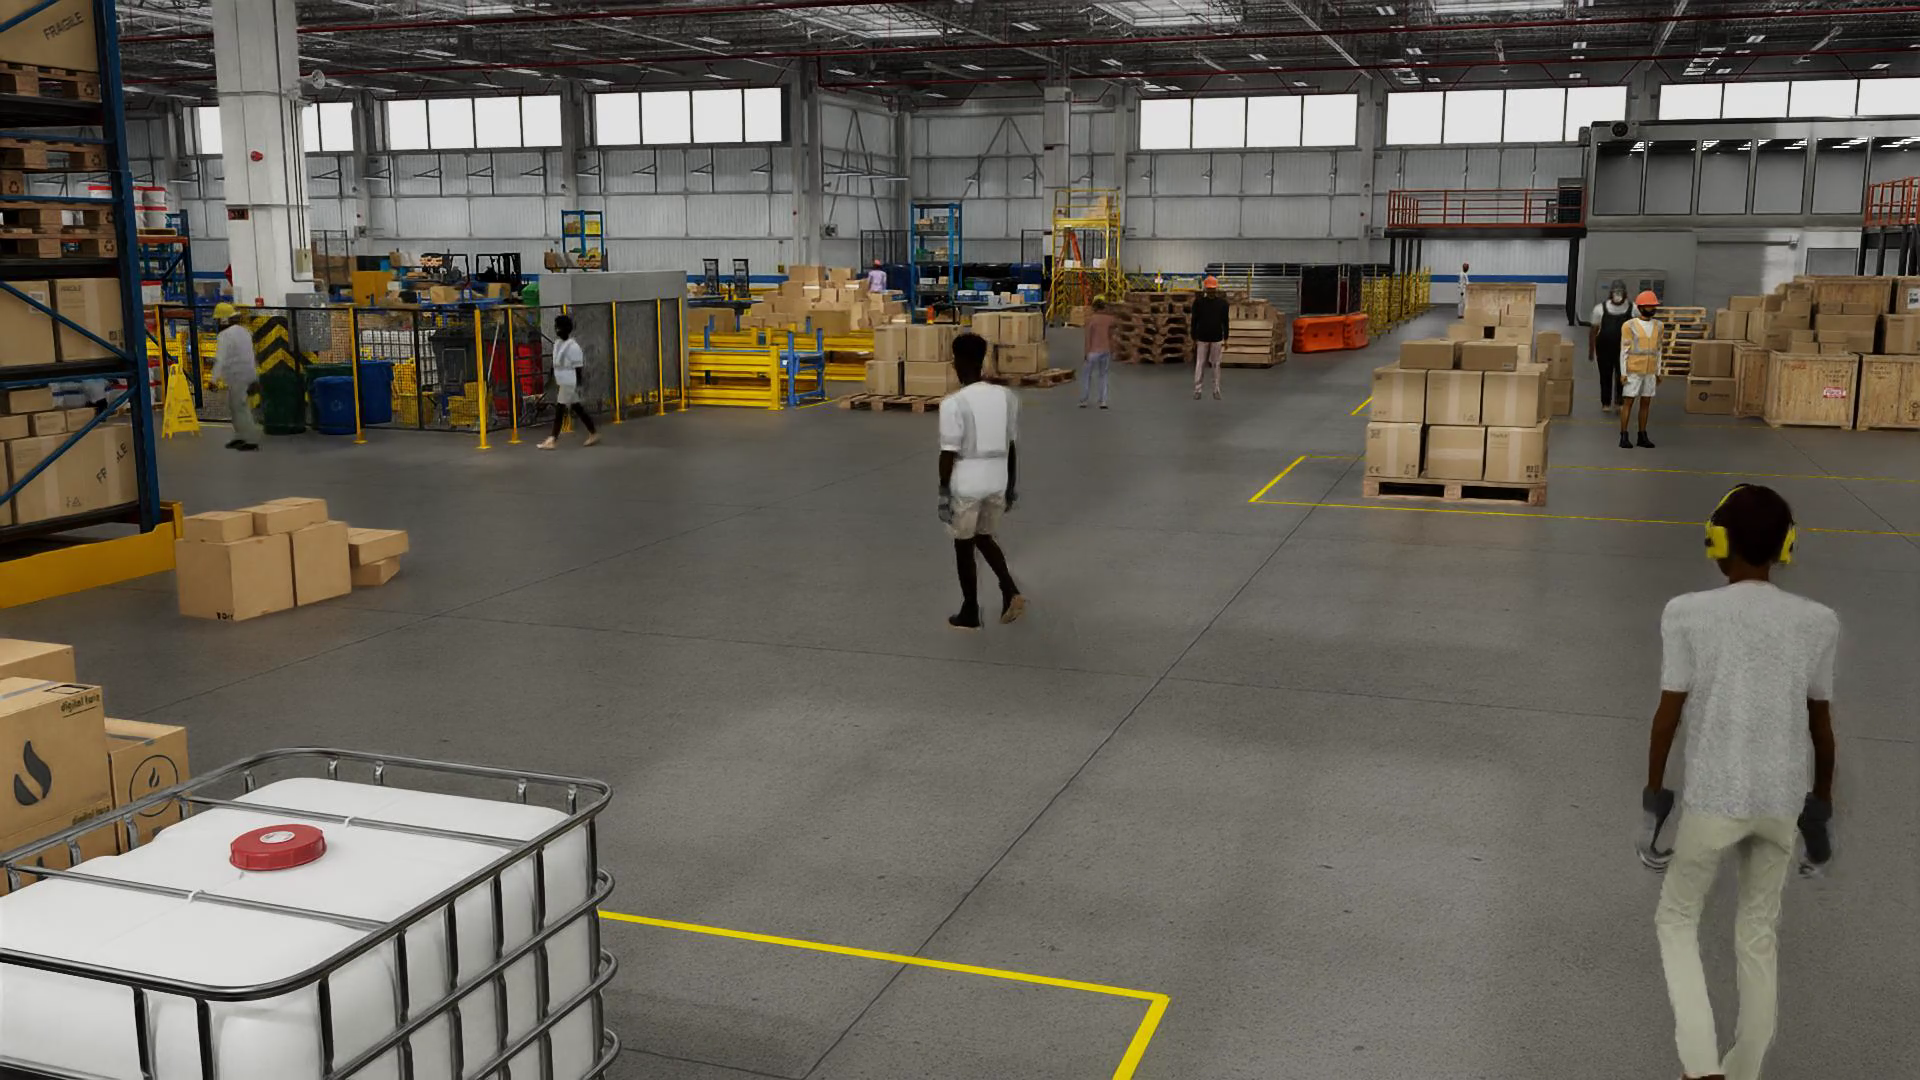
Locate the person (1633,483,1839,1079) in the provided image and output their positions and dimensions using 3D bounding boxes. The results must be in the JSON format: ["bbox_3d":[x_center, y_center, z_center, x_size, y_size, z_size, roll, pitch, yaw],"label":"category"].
[{"bbox_3d":[2.210,0.764,4.739,0.579,1.836,0.492,1,10,5],"label":"person"}]

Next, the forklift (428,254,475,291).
[{"bbox_3d":[-20.133,-10.254,65.465,1.157,1.987,2.680,3,11,19],"label":"forklift"}]

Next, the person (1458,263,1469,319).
[{"bbox_3d":[17.048,-8.426,56.324,0.356,1.887,0.573,5,11,25],"label":"person"}]

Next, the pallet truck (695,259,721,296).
[{"bbox_3d":[-9.165,-9.627,62.776,0.823,1.965,1.885,4,11,23],"label":"pallet truck"}]

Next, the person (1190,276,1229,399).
[{"bbox_3d":[4.052,-3.268,26.972,0.623,1.992,0.392,1,10,5],"label":"person"}]

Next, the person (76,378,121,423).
[{"bbox_3d":[-10.625,-1.963,20.525,0.641,1.665,0.530,-1,10,-5],"label":"person"}]

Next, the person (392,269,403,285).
[{"bbox_3d":[-20.361,-9.067,59.943,0.792,1.885,0.652,-4,11,-20],"label":"person"}]

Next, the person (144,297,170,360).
[{"bbox_3d":[-16.931,-4.562,34.952,0.407,1.746,0.542,7,12,34],"label":"person"}]

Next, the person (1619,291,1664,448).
[{"bbox_3d":[8.406,-2.093,20.503,0.551,1.940,0.345,-2,10,-9],"label":"person"}]

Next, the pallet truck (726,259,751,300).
[{"bbox_3d":[-7.986,-9.493,62.019,0.823,1.965,1.885,3,11,17],"label":"pallet truck"}]

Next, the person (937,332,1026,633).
[{"bbox_3d":[0.129,-0.348,10.632,0.625,1.951,0.492,-8,13,-38],"label":"person"}]

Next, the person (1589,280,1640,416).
[{"bbox_3d":[9.640,-2.860,24.540,0.694,2.000,1.032,4,11,20],"label":"person"}]

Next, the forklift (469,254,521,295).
[{"bbox_3d":[-17.990,-10.121,64.684,1.157,1.987,2.680,3,11,17],"label":"forklift"}]

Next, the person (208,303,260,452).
[{"bbox_3d":[-8.829,-1.960,20.136,0.657,1.802,0.602,0,10,1],"label":"person"}]

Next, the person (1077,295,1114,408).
[{"bbox_3d":[2.101,-2.887,25.554,0.545,1.742,0.466,-4,11,-23],"label":"person"}]

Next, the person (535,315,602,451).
[{"bbox_3d":[-4.802,-1.932,20.416,0.906,1.651,0.528,-7,12,-34],"label":"person"}]

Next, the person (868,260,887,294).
[{"bbox_3d":[-2.720,-8.217,54.859,0.621,1.997,1.039,0,10,2],"label":"person"}]
